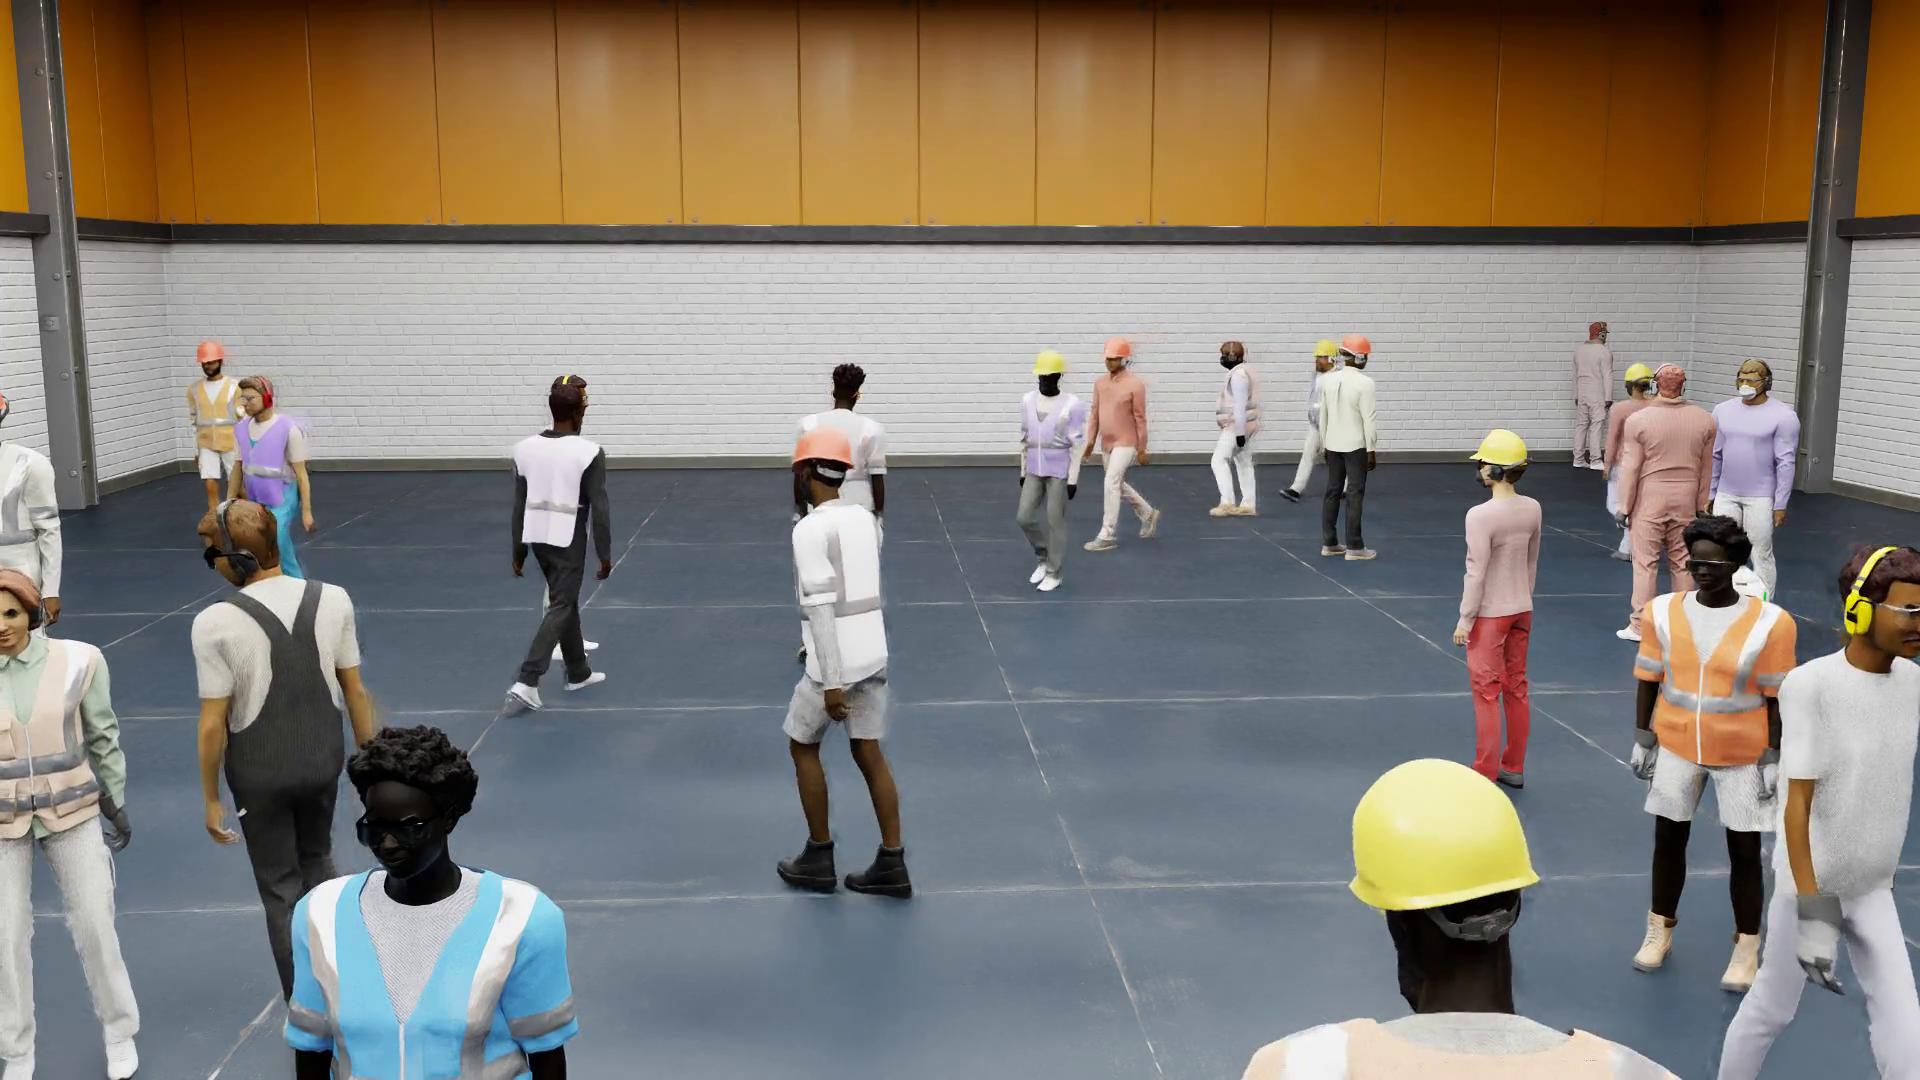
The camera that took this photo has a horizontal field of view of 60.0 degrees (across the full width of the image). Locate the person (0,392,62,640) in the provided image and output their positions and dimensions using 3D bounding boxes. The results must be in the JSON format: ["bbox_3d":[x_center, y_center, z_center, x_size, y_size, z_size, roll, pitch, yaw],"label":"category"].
[{"bbox_3d":[-4.640,0.220,7.977,0.613,2.039,0.393,0,9,-1],"label":"person"}]

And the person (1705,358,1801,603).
[{"bbox_3d":[5.505,-0.301,11.617,0.371,1.932,0.622,-6,11,-33],"label":"person"}]

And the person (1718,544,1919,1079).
[{"bbox_3d":[2.297,0.924,4.244,0.545,1.814,0.958,-3,10,-18],"label":"person"}]

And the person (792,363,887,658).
[{"bbox_3d":[-0.794,-0.183,10.867,0.637,1.933,0.685,0,9,-1],"label":"person"}]

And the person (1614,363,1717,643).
[{"bbox_3d":[4.763,-0.243,11.303,0.636,1.911,0.404,-1,9,-3],"label":"person"}]

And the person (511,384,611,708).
[{"bbox_3d":[-2.374,0.031,9.724,0.605,1.878,0.911,4,10,23],"label":"person"}]

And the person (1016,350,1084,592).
[{"bbox_3d":[0.692,-0.543,13.131,0.597,1.915,0.415,6,11,35],"label":"person"}]

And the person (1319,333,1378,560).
[{"bbox_3d":[3.450,-0.826,14.690,0.396,1.992,0.622,-6,11,-32],"label":"person"}]

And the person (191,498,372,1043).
[{"bbox_3d":[-2.150,0.760,5.304,0.551,1.812,0.415,-9,13,-44],"label":"person"}]

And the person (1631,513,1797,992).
[{"bbox_3d":[2.633,0.737,5.843,0.537,1.685,0.333,8,12,42],"label":"person"}]

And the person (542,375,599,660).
[{"bbox_3d":[-2.568,-0.144,10.875,0.330,1.853,0.506,0,9,2],"label":"person"}]

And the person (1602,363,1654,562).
[{"bbox_3d":[5.826,-0.647,14.327,0.534,1.745,0.583,-2,9,-13],"label":"person"}]

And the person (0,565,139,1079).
[{"bbox_3d":[-2.844,0.884,5.092,0.544,1.632,0.349,-5,11,-31],"label":"person"}]

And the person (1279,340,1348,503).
[{"bbox_3d":[3.959,-1.287,18.234,0.914,1.781,0.617,-5,10,-27],"label":"person"}]

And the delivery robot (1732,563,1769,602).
[{"bbox_3d":[5.346,0.361,11.446,0.477,0.478,0.707,3,10,20],"label":"delivery robot"}]

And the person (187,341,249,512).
[{"bbox_3d":[-6.810,-0.890,15.367,0.551,1.912,0.823,-1,9,-6],"label":"person"}]

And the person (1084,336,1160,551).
[{"bbox_3d":[1.518,-0.903,15.302,0.932,1.960,0.606,-6,11,-34],"label":"person"}]

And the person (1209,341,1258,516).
[{"bbox_3d":[2.811,-1.142,17.228,0.620,1.822,0.642,3,9,17],"label":"person"}]

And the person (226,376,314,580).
[{"bbox_3d":[-4.811,-0.205,11.367,0.600,1.800,0.917,5,10,29],"label":"person"}]

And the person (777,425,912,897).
[{"bbox_3d":[-0.469,0.492,6.725,0.712,1.886,0.558,6,11,34],"label":"person"}]

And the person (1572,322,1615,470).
[{"bbox_3d":[8.162,-1.847,21.375,0.409,1.907,0.651,-4,10,-22],"label":"person"}]

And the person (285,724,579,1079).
[{"bbox_3d":[-0.982,1.168,3.104,0.538,1.696,0.317,0,9,0],"label":"person"}]

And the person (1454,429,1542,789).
[{"bbox_3d":[2.571,0.353,7.993,0.531,1.772,0.301,-7,11,-37],"label":"person"}]

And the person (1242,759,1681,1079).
[{"bbox_3d":[0.654,1.240,2.144,0.629,1.870,1.018,1,9,3],"label":"person"}]
